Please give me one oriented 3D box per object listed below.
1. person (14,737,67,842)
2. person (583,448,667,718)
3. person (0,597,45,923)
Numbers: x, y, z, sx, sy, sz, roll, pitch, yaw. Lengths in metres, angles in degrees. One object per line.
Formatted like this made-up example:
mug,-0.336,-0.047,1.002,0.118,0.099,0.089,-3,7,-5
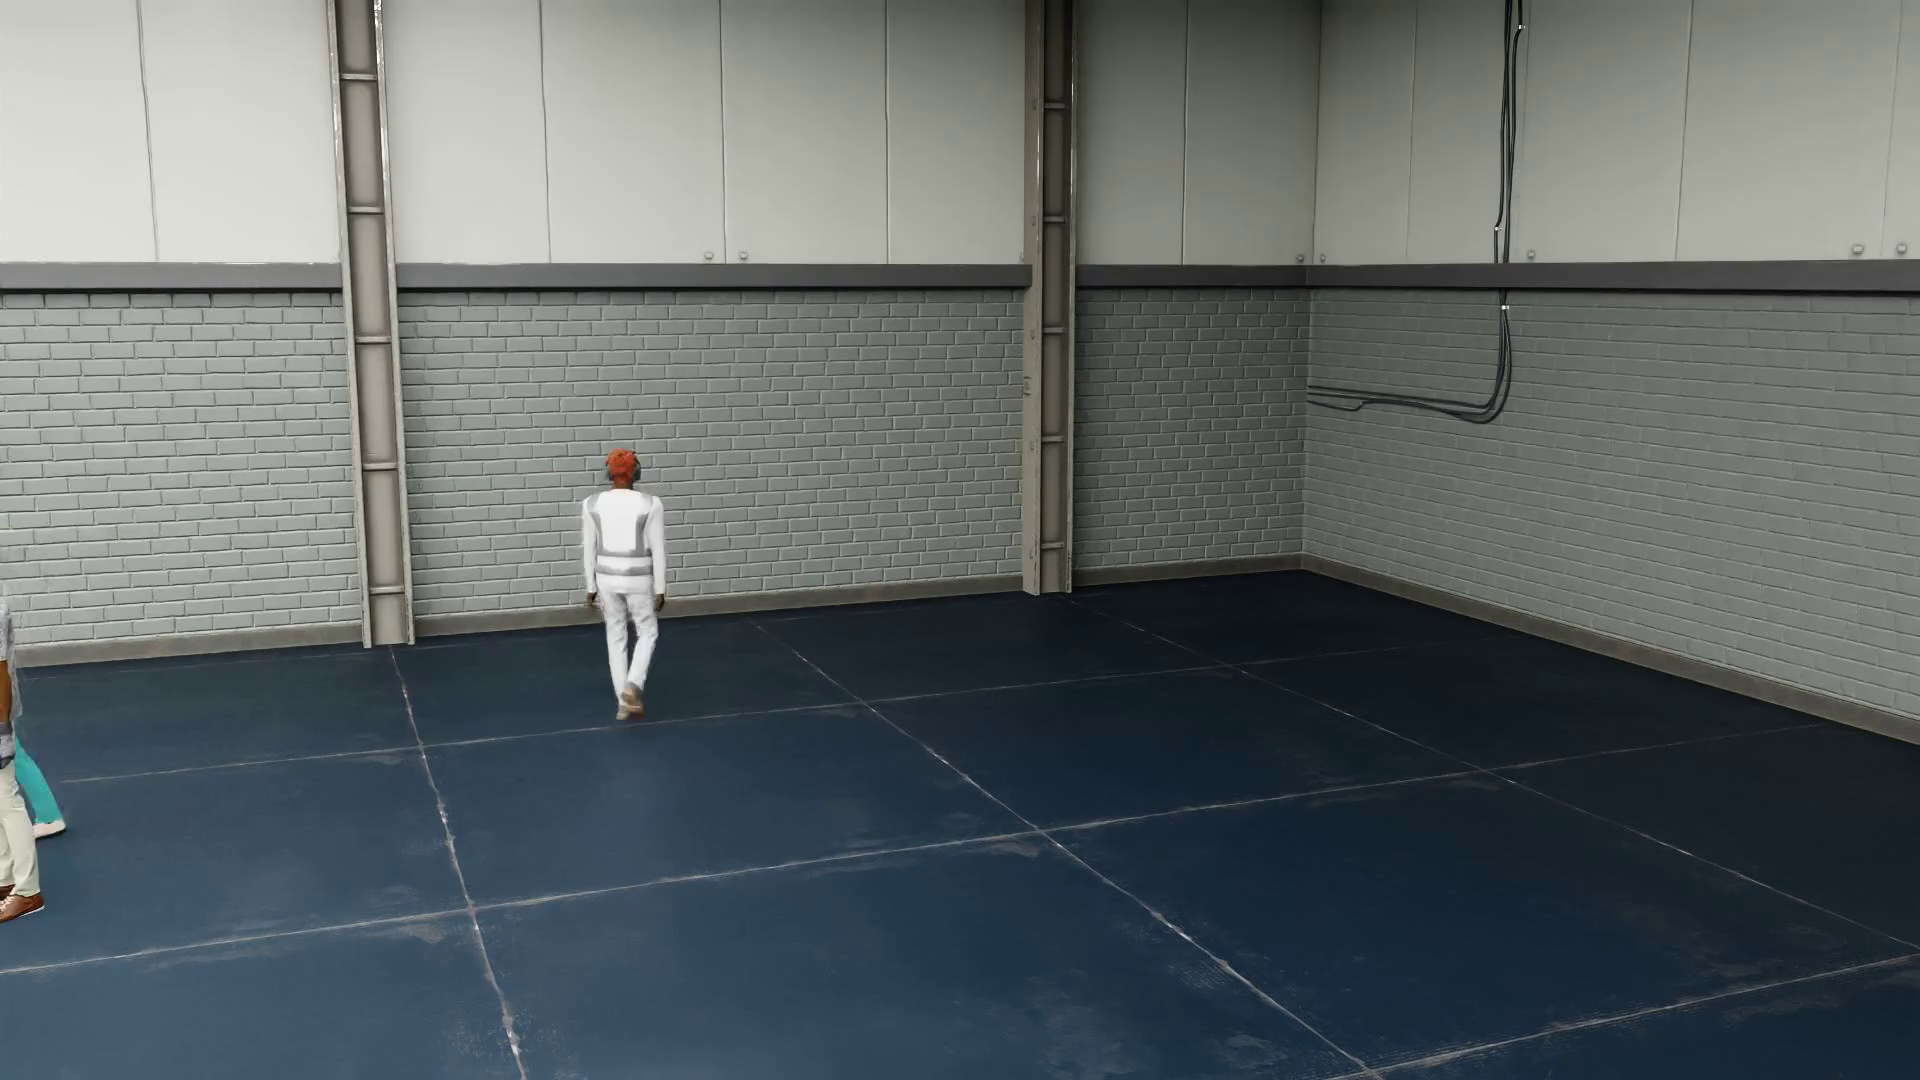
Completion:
person,-5.186,0.823,8.610,0.948,1.697,0.544,-5,10,-28
person,-2.278,0.316,11.265,0.579,1.872,0.517,1,9,4
person,-4.593,0.872,7.819,0.519,1.861,0.317,7,11,37
